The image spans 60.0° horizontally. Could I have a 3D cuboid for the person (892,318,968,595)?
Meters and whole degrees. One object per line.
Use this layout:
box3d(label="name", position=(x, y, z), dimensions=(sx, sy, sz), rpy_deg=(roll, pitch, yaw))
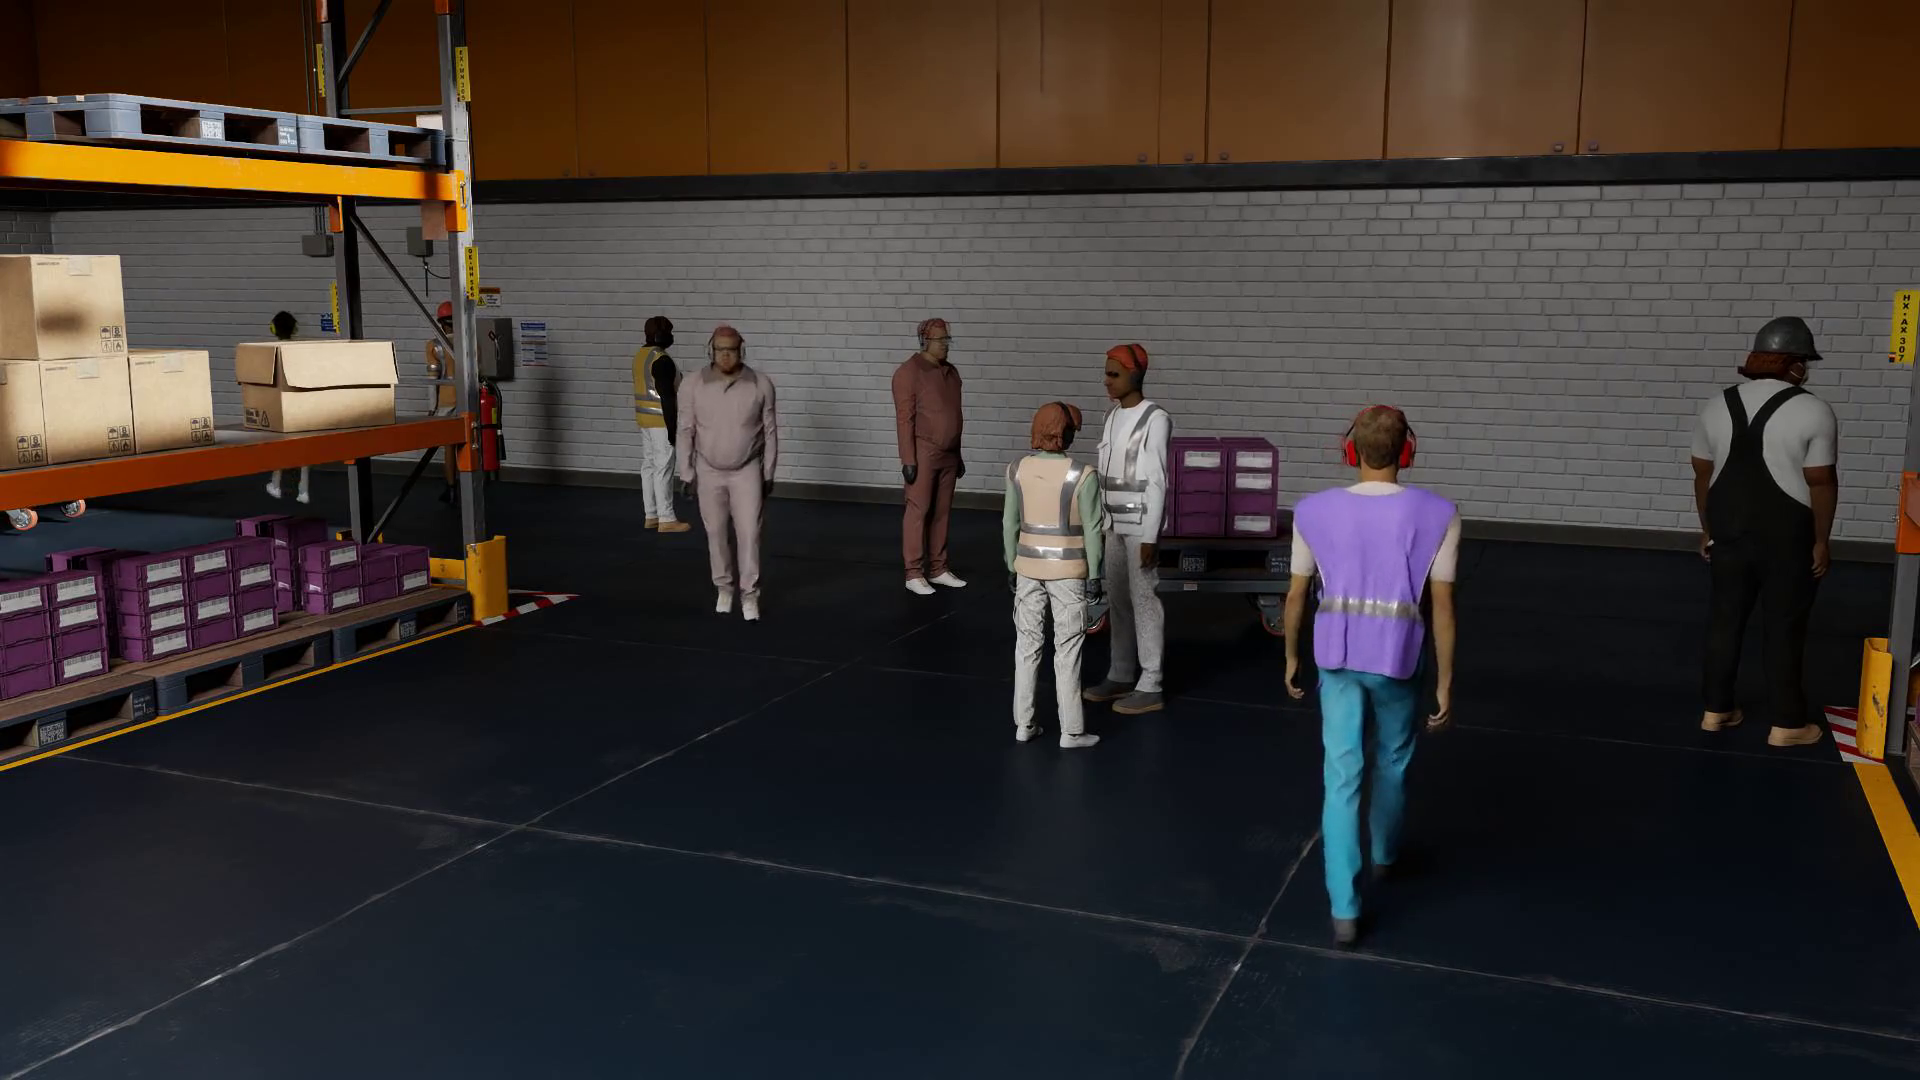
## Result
box3d(label="person", position=(-0.179, -0.585, 11.592), dimensions=(0.409, 1.909, 0.640), rpy_deg=(7, 12, 36))

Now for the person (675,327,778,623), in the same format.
box3d(label="person", position=(-1.491, -0.409, 10.622), dimensions=(0.642, 1.874, 0.865), rpy_deg=(-1, 9, -4))

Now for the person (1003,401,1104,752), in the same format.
box3d(label="person", position=(0.438, 0.171, 7.817), dimensions=(0.522, 1.638, 0.310), rpy_deg=(6, 11, 33))

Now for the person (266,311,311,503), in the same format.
box3d(label="person", position=(-6.517, -1.286, 16.090), dimensions=(0.548, 1.826, 0.914), rpy_deg=(-7, 12, -37))

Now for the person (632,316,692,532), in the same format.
box3d(label="person", position=(-2.553, -0.989, 14.237), dimensions=(0.429, 1.844, 0.627), rpy_deg=(-6, 11, -31))

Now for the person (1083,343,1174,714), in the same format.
box3d(label="person", position=(0.865, -0.061, 8.515), dimensions=(0.360, 1.880, 0.574), rpy_deg=(-4, 10, -24))

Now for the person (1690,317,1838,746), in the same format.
box3d(label="person", position=(3.885, -0.055, 7.975), dimensions=(0.536, 2.000, 0.675), rpy_deg=(-6, 11, -33))

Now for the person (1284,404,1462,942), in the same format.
box3d(label="person", position=(1.427, 0.424, 5.822), dimensions=(0.591, 1.787, 0.987), rpy_deg=(3, 10, 18))

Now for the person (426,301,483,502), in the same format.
box3d(label="person", position=(-4.864, -1.327, 16.025), dimensions=(0.542, 1.929, 0.368), rpy_deg=(-7, 11, -35))
